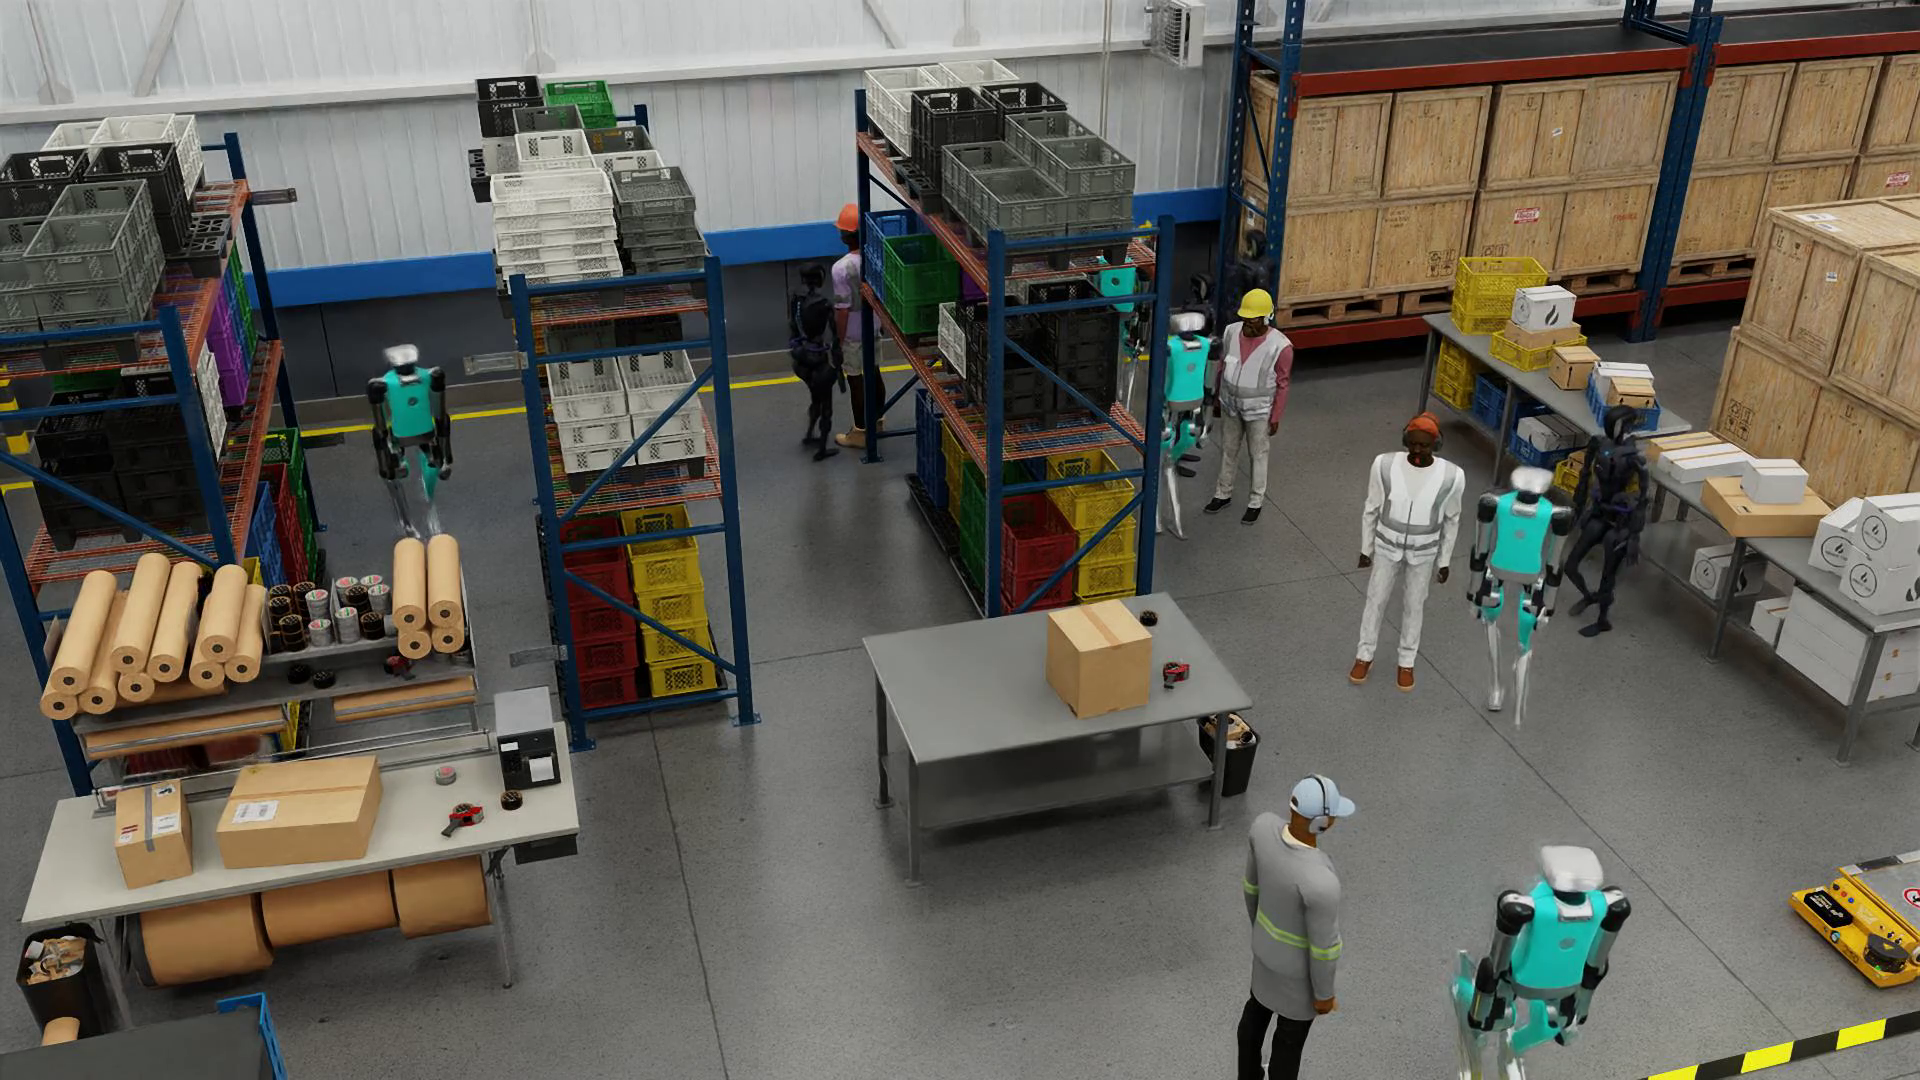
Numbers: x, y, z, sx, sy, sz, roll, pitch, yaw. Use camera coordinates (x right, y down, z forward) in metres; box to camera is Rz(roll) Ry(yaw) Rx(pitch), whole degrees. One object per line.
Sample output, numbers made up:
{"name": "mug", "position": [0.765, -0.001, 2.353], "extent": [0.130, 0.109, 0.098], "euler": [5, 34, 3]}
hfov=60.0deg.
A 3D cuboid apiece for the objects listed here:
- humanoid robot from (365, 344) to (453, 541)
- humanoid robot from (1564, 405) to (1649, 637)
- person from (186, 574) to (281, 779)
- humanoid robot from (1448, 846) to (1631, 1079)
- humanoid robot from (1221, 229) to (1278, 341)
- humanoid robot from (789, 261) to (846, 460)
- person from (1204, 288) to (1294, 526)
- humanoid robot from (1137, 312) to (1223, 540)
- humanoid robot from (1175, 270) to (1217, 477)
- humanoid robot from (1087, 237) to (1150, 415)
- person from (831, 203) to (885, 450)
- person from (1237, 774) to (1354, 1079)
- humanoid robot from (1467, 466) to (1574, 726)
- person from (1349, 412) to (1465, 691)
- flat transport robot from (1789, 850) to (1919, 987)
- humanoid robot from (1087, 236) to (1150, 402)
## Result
{"name": "humanoid robot", "position": [-3.943, -0.635, 11.849], "extent": [0.530, 1.770, 1.032], "euler": [-17, 33, -28]}
{"name": "humanoid robot", "position": [4.261, -0.116, 10.907], "extent": [0.346, 1.651, 0.612], "euler": [-13, 31, -22]}
{"name": "person", "position": [-3.786, 1.028, 8.546], "extent": [0.731, 1.947, 0.616], "euler": [7, 30, 13]}
{"name": "humanoid robot", "position": [2.390, 1.923, 7.125], "extent": [0.545, 1.735, 0.963], "euler": [-2, 29, -4]}
{"name": "humanoid robot", "position": [2.394, -1.880, 14.145], "extent": [0.603, 1.623, 0.698], "euler": [-18, 34, -30]}
{"name": "humanoid robot", "position": [-1.136, -1.435, 13.300], "extent": [0.609, 1.647, 0.341], "euler": [26, 38, 38]}
{"name": "person", "position": [2.128, -0.994, 12.345], "extent": [0.586, 1.833, 0.404], "euler": [20, 34, 31]}
{"name": "humanoid robot", "position": [1.529, -0.896, 12.216], "extent": [0.533, 1.757, 0.667], "euler": [-9, 30, -16]}
{"name": "humanoid robot", "position": [1.843, -1.337, 13.120], "extent": [0.315, 1.653, 0.599], "euler": [9, 30, 16]}
{"name": "humanoid robot", "position": [1.348, -1.796, 13.765], "extent": [0.533, 1.677, 0.735], "euler": [10, 30, 17]}
{"name": "person", "position": [-0.828, -1.714, 13.441], "extent": [0.371, 2.043, 0.604], "euler": [20, 35, 32]}
{"name": "person", "position": [1.464, 1.793, 7.259], "extent": [0.395, 1.848, 0.586], "euler": [-13, 31, -22]}
{"name": "humanoid robot", "position": [3.377, 0.309, 10.127], "extent": [0.531, 1.840, 0.690], "euler": [13, 31, 22]}
{"name": "person", "position": [2.773, 0.077, 10.347], "extent": [0.574, 1.882, 0.361], "euler": [10, 30, 17]}
{"name": "flat transport robot", "position": [5.163, 1.916, 8.676], "extent": [1.431, 0.231, 0.659], "euler": [-8, 30, -14]}
{"name": "humanoid robot", "position": [1.301, -2.016, 14.278], "extent": [0.532, 1.750, 0.736], "euler": [-1, 29, -2]}
